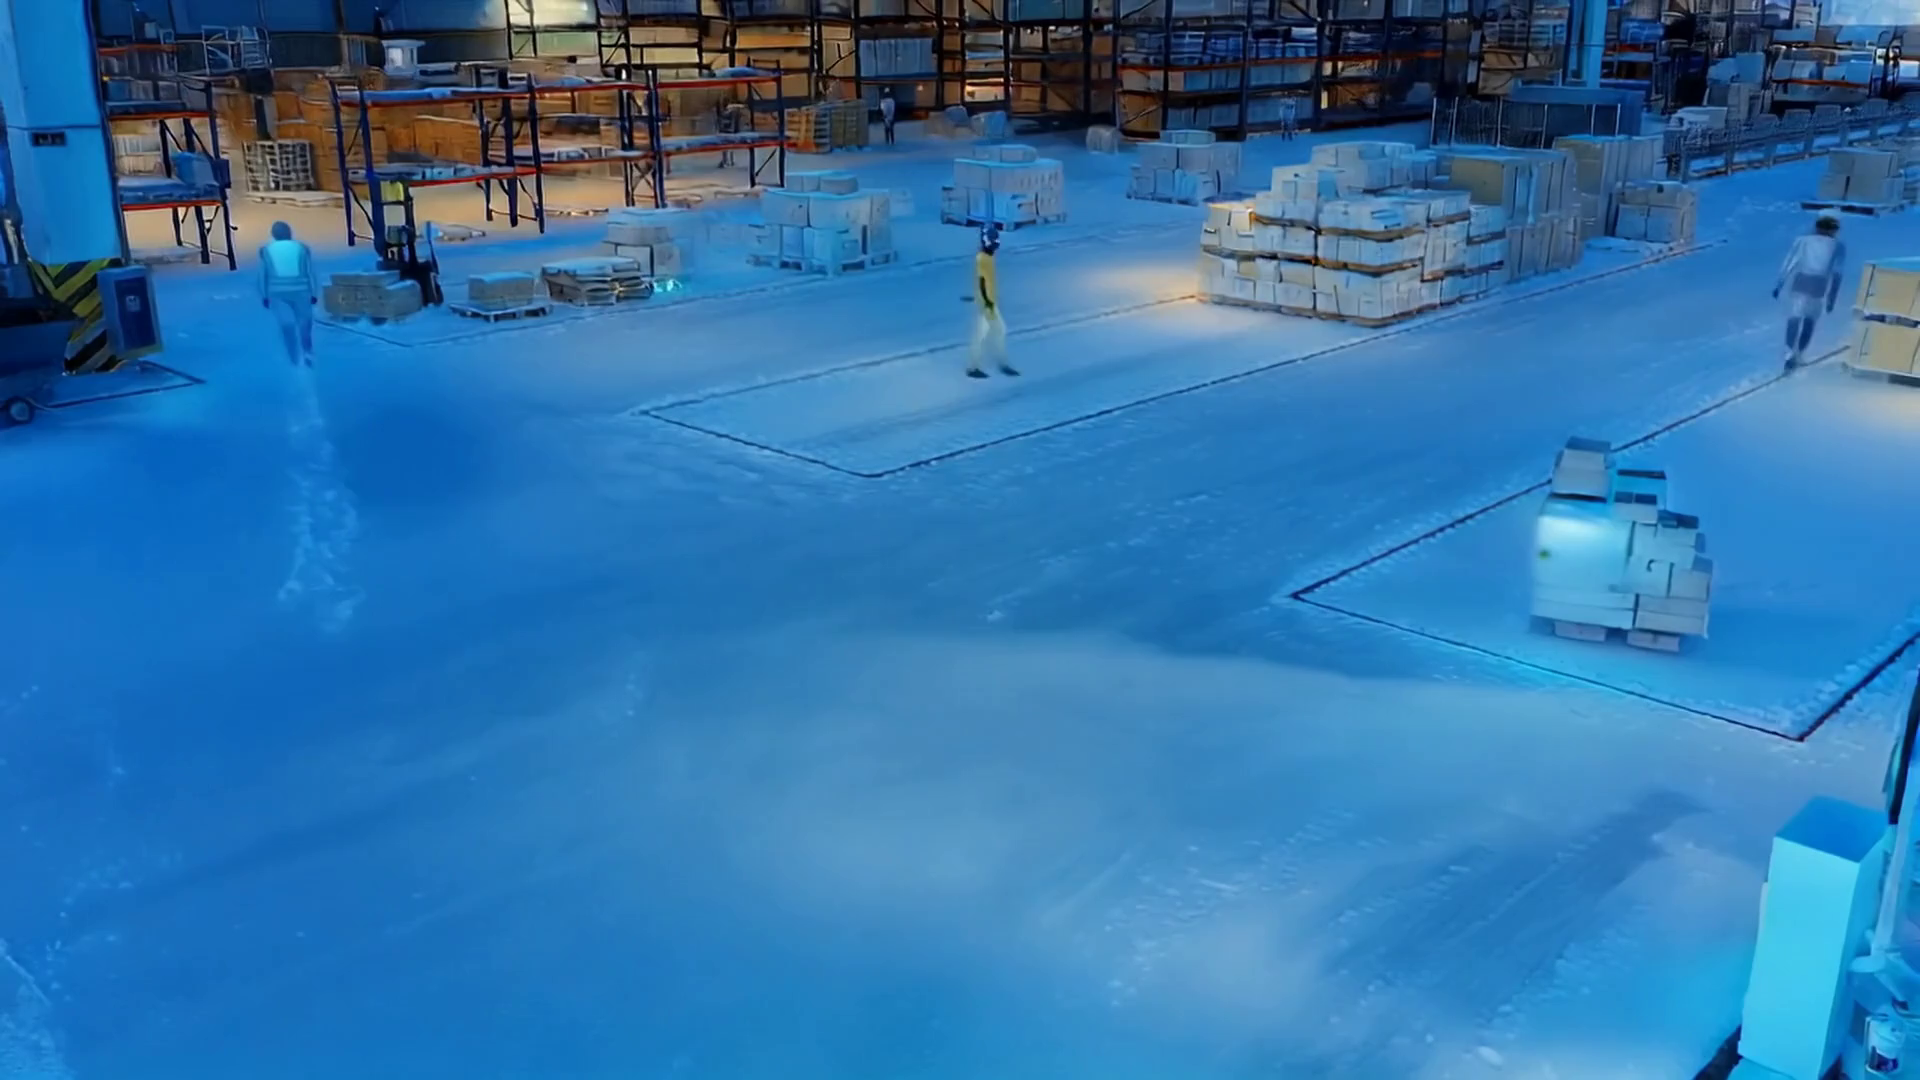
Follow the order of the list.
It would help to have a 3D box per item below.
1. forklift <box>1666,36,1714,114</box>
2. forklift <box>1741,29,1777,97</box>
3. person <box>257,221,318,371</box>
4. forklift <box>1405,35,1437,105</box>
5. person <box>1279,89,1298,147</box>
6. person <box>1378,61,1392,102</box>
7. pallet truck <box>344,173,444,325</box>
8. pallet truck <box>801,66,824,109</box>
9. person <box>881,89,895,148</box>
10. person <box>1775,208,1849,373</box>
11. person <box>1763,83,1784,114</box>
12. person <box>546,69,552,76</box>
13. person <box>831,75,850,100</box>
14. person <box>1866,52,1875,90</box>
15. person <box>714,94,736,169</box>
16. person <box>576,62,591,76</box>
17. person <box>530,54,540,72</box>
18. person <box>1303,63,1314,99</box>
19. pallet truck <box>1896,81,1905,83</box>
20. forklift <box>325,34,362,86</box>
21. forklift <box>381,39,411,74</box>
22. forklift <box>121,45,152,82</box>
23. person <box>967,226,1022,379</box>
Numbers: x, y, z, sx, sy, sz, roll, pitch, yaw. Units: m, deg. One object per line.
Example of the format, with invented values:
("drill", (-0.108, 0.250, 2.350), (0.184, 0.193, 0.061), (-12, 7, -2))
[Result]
("forklift", (27.341, -17.291, 61.877), (1.129, 2.768, 1.873), (17, 25, 41))
("forklift", (35.132, -20.816, 72.498), (1.129, 2.768, 1.873), (17, 25, 41))
("person", (-8.336, -3.057, 20.654), (0.661, 1.811, 0.833), (-8, 20, -22))
("forklift", (17.205, -17.718, 63.164), (1.873, 2.768, 1.129), (5, 19, 16))
("person", (9.732, -12.500, 49.292), (0.540, 1.696, 0.317), (3, 19, 9))
("person", (16.283, -17.341, 63.573), (0.671, 1.890, 0.443), (-6, 19, -16))
("pallet truck", (-8.209, -4.181, 23.757), (0.823, 1.965, 1.885), (3, 19, 9))
("pallet truck", (-4.812, -15.182, 56.903), (0.823, 1.965, 1.885), (-9, 21, -26))
("person", (-2.127, -12.435, 49.096), (0.318, 1.697, 0.535), (16, 24, 40))
("person", (10.361, -3.033, 20.319), (0.724, 1.989, 0.932), (10, 21, 27))
("person", (30.621, -16.760, 62.217), (0.908, 1.644, 0.533), (13, 23, 35))
("person", (-15.487, -16.880, 62.609), (0.389, 1.615, 0.534), (-6, 19, -17))
("person", (-3.762, -14.048, 53.692), (0.960, 1.855, 0.673), (16, 24, 40))
("person", (42.237, -21.837, 77.386), (0.599, 1.710, 0.843), (-3, 19, -8))
("person", (-6.104, -10.625, 43.292), (0.593, 1.922, 0.391), (1, 18, 2))
("person", (-13.953, -16.851, 62.064), (0.652, 1.906, 0.812), (-14, 23, -36))
("person", (-17.391, -18.885, 68.140), (0.618, 1.942, 0.821), (6, 19, 17))
("person", (14.234, -18.740, 68.012), (0.553, 1.734, 0.748), (-16, 24, -39))
("pallet truck", (34.802, -16.331, 61.455), (0.653, 1.274, 1.630), (17, 25, 41))
("forklift", (-23.663, -18.232, 64.712), (1.129, 2.768, 1.873), (17, 25, 41))
("forklift", (-19.673, -16.114, 58.329), (1.873, 2.768, 1.129), (17, 25, 41))
("forklift", (-25.631, -14.025, 52.038), (1.129, 2.768, 1.873), (12, 22, 32))
("person", (0.411, -2.803, 19.852), (0.798, 1.842, 0.523), (9, 20, 25))
